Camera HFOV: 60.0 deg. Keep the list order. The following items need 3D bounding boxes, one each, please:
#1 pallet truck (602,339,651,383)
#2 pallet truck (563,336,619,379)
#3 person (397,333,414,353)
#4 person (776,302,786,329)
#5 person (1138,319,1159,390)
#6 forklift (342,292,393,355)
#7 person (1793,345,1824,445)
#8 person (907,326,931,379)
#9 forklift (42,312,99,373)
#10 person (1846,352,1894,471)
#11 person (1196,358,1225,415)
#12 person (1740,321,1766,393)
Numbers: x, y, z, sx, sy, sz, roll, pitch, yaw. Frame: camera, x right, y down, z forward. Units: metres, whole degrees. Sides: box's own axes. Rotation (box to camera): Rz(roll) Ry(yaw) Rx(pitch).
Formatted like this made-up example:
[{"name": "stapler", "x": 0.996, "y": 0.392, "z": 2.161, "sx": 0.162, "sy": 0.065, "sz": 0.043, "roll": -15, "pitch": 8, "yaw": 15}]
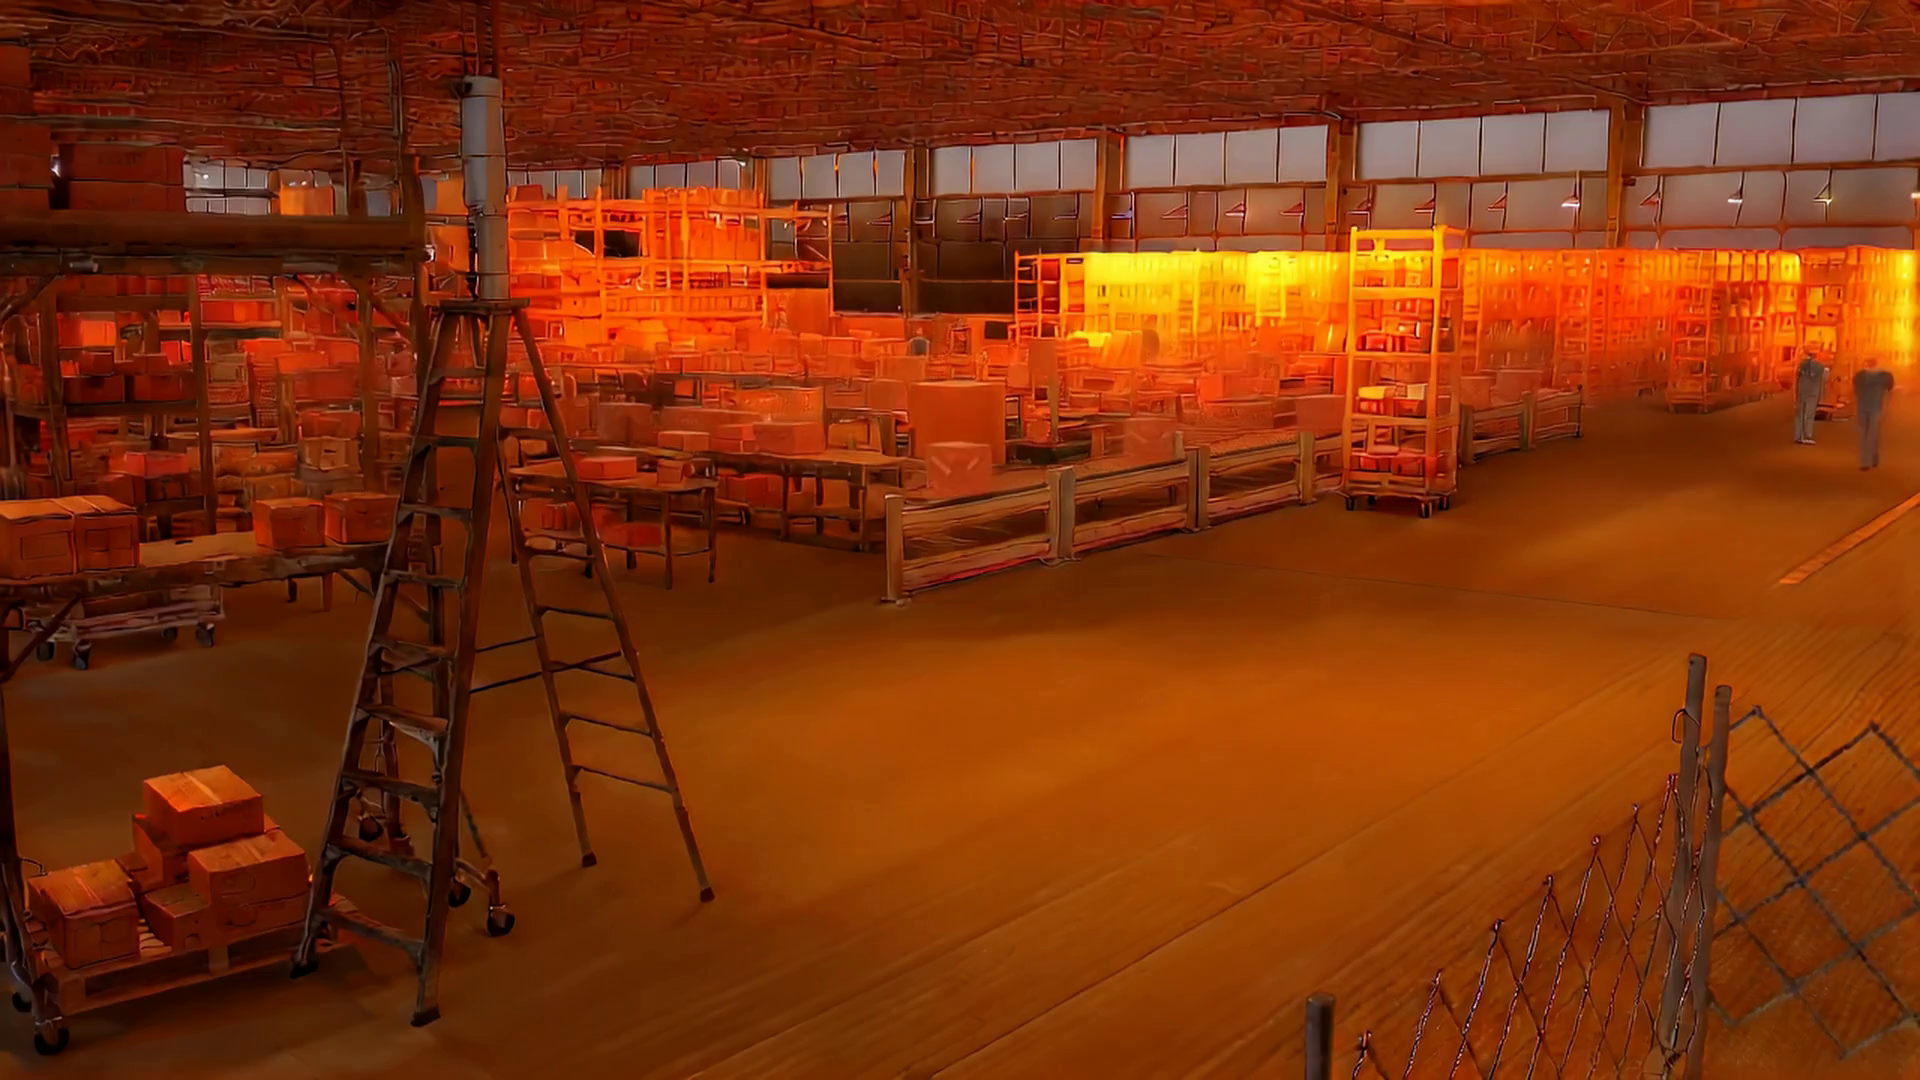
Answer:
[{"name": "pallet truck", "x": -8.991, "y": -4.871, "z": 45.351, "sx": 0.653, "sy": 1.274, "sz": 1.630, "roll": 7, "pitch": 11, "yaw": 37}, {"name": "pallet truck", "x": -10.690, "y": -5.294, "z": 48.215, "sx": 1.601, "sy": 1.201, "sz": 0.680, "roll": -5, "pitch": 10, "yaw": -26}, {"name": "person", "x": -14.187, "y": -4.682, "z": 42.395, "sx": 0.913, "sy": 1.878, "sz": 0.637, "roll": -2, "pitch": 9, "yaw": -11}, {"name": "person", "x": -6.231, "y": -7.270, "z": 58.016, "sx": 0.380, "sy": 2.042, "sz": 0.616, "roll": 1, "pitch": 9, "yaw": 7}, {"name": "person", "x": 4.768, "y": -4.690, "z": 42.383, "sx": 0.684, "sy": 1.881, "sz": 0.627, "roll": -3, "pitch": 10, "yaw": -19}, {"name": "forklift", "x": -16.485, "y": -5.622, "z": 45.120, "sx": 1.129, "sy": 2.768, "sz": 1.873, "roll": 7, "pitch": 11, "yaw": 37}, {"name": "person", "x": 15.109, "y": -2.577, "z": 29.580, "sx": 0.523, "sy": 1.769, "sz": 0.322, "roll": -2, "pitch": 9, "yaw": -12}, {"name": "person", "x": -0.968, "y": -4.048, "z": 38.582, "sx": 0.591, "sy": 1.826, "sz": 0.403, "roll": -5, "pitch": 10, "yaw": -28}, {"name": "forklift", "x": -23.779, "y": -5.451, "z": 44.052, "sx": 1.873, "sy": 2.768, "sz": 1.129, "roll": 7, "pitch": 11, "yaw": 36}, {"name": "person", "x": 13.978, "y": -1.970, "z": 25.587, "sx": 0.576, "sy": 1.824, "sz": 0.505, "roll": 9, "pitch": 13, "yaw": 44}, {"name": "person", "x": 4.194, "y": -2.228, "z": 27.817, "sx": 0.508, "sy": 1.632, "sz": 0.265, "roll": -2, "pitch": 9, "yaw": -14}, {"name": "person", "x": 19.792, "y": -4.617, "z": 41.751, "sx": 0.981, "sy": 1.958, "sz": 0.620, "roll": 7, "pitch": 12, "yaw": 39}]
